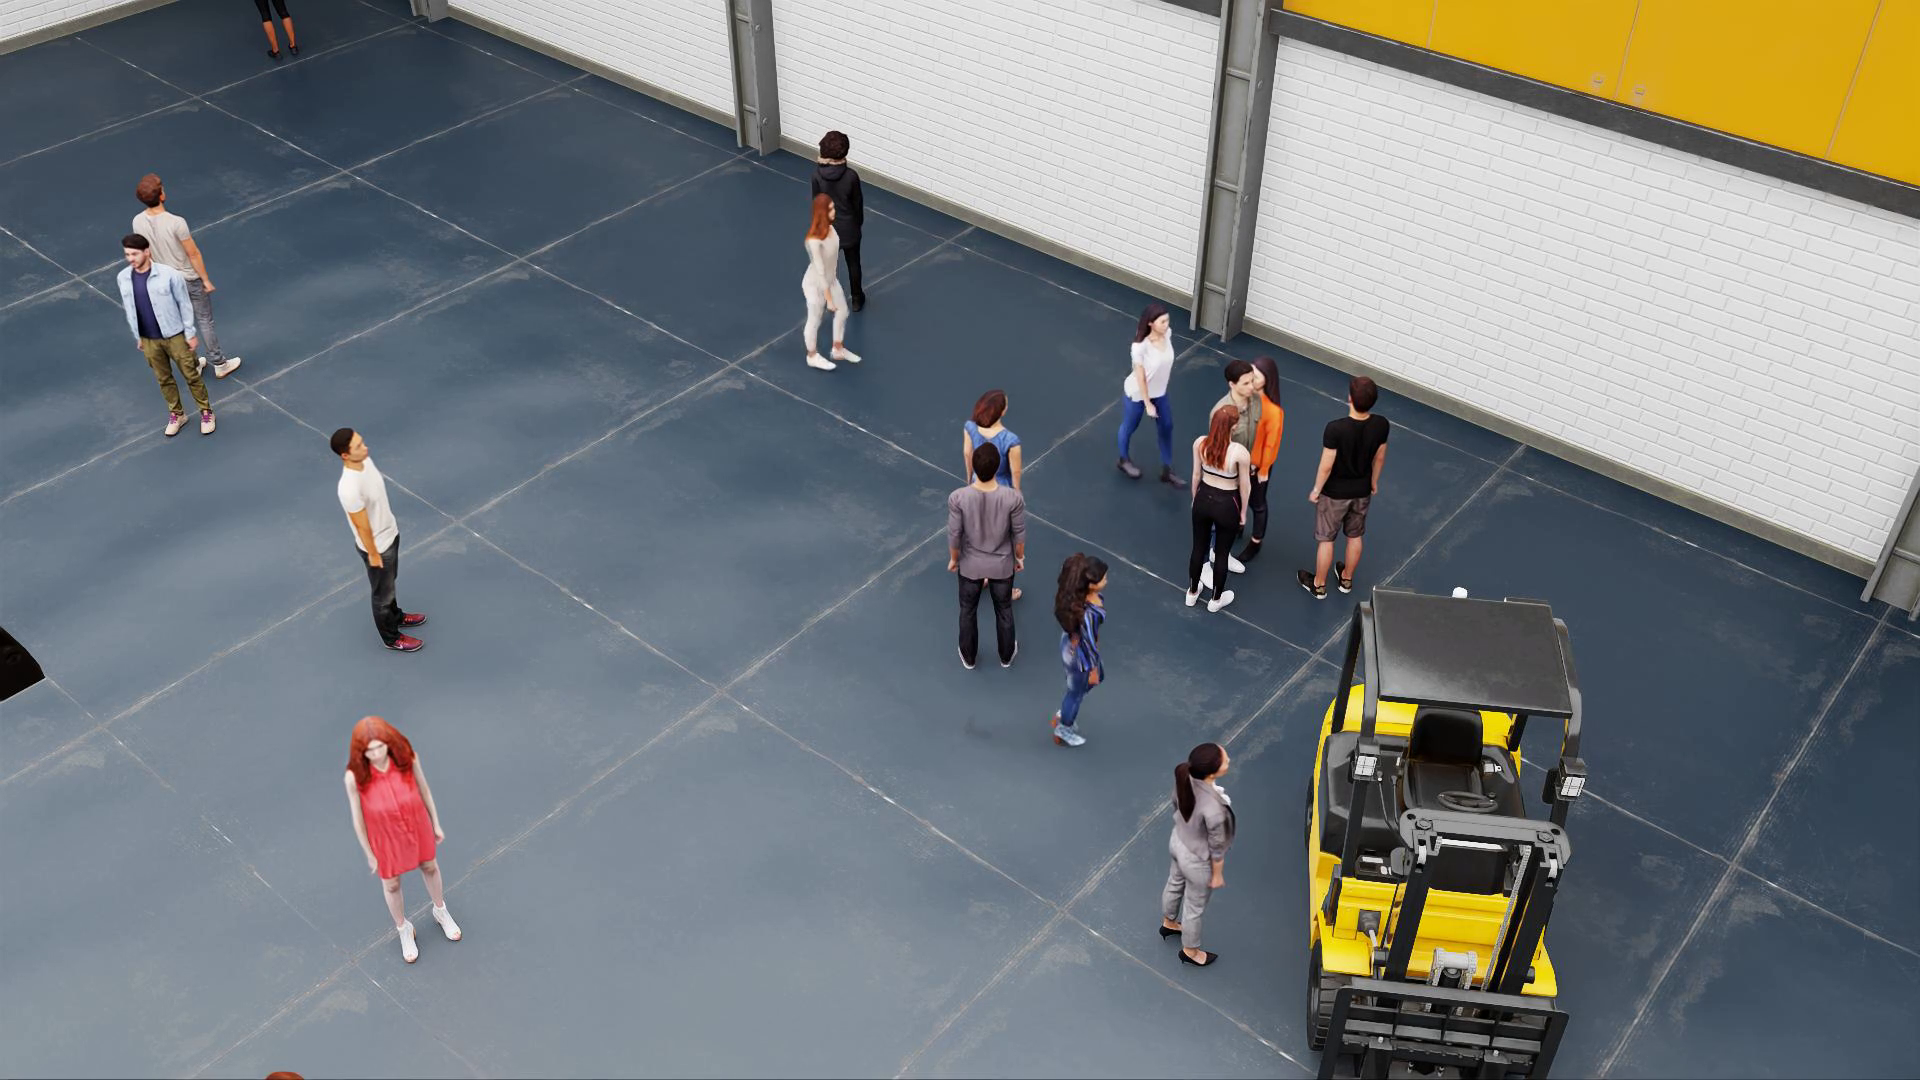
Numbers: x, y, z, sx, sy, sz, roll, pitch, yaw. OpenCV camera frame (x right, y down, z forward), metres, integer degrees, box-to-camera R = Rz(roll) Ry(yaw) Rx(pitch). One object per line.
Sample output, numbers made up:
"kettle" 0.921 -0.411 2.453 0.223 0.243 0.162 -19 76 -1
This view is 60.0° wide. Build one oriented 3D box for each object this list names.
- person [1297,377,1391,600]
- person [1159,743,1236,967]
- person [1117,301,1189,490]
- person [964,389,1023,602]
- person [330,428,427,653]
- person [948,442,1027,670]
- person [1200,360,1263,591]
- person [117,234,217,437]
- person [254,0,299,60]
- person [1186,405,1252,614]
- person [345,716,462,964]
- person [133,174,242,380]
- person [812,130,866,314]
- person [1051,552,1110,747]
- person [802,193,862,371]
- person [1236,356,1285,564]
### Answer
"person" 2.772 -0.369 11.942 0.767 1.862 0.790 -9 39 -11
"person" 1.324 1.770 9.411 0.775 1.678 0.673 -15 41 -18
"person" 1.392 -1.173 13.109 0.680 1.660 0.905 -28 46 -30
"person" 0.240 -0.304 11.905 0.548 1.805 0.751 23 44 26
"person" -4.070 -0.019 11.549 0.769 1.804 0.695 -5 39 -6
"person" 0.181 0.123 11.331 0.713 1.854 0.802 0 39 0
"person" 1.935 -0.510 12.116 0.720 1.864 0.619 -31 48 -33
"person" -6.520 -1.687 13.631 0.738 1.811 0.809 -2 39 -2
"person" -8.321 -6.654 19.903 0.640 1.747 0.593 -27 46 -29
"person" 1.826 -0.225 11.857 0.513 1.742 0.681 20 43 23
"person" -3.165 1.672 9.415 0.646 1.826 0.612 -22 43 -25
"person" -6.688 -2.241 14.256 0.705 1.899 0.807 3 39 3
"person" -1.097 -2.881 15.151 0.727 1.781 0.796 0 39 0
"person" 0.700 0.734 10.760 0.808 1.613 0.757 -1 39 -2
"person" -1.277 -2.225 14.398 0.777 1.696 0.714 14 41 17
"person" 2.175 -0.618 12.344 0.750 1.748 0.613 -19 42 -22
